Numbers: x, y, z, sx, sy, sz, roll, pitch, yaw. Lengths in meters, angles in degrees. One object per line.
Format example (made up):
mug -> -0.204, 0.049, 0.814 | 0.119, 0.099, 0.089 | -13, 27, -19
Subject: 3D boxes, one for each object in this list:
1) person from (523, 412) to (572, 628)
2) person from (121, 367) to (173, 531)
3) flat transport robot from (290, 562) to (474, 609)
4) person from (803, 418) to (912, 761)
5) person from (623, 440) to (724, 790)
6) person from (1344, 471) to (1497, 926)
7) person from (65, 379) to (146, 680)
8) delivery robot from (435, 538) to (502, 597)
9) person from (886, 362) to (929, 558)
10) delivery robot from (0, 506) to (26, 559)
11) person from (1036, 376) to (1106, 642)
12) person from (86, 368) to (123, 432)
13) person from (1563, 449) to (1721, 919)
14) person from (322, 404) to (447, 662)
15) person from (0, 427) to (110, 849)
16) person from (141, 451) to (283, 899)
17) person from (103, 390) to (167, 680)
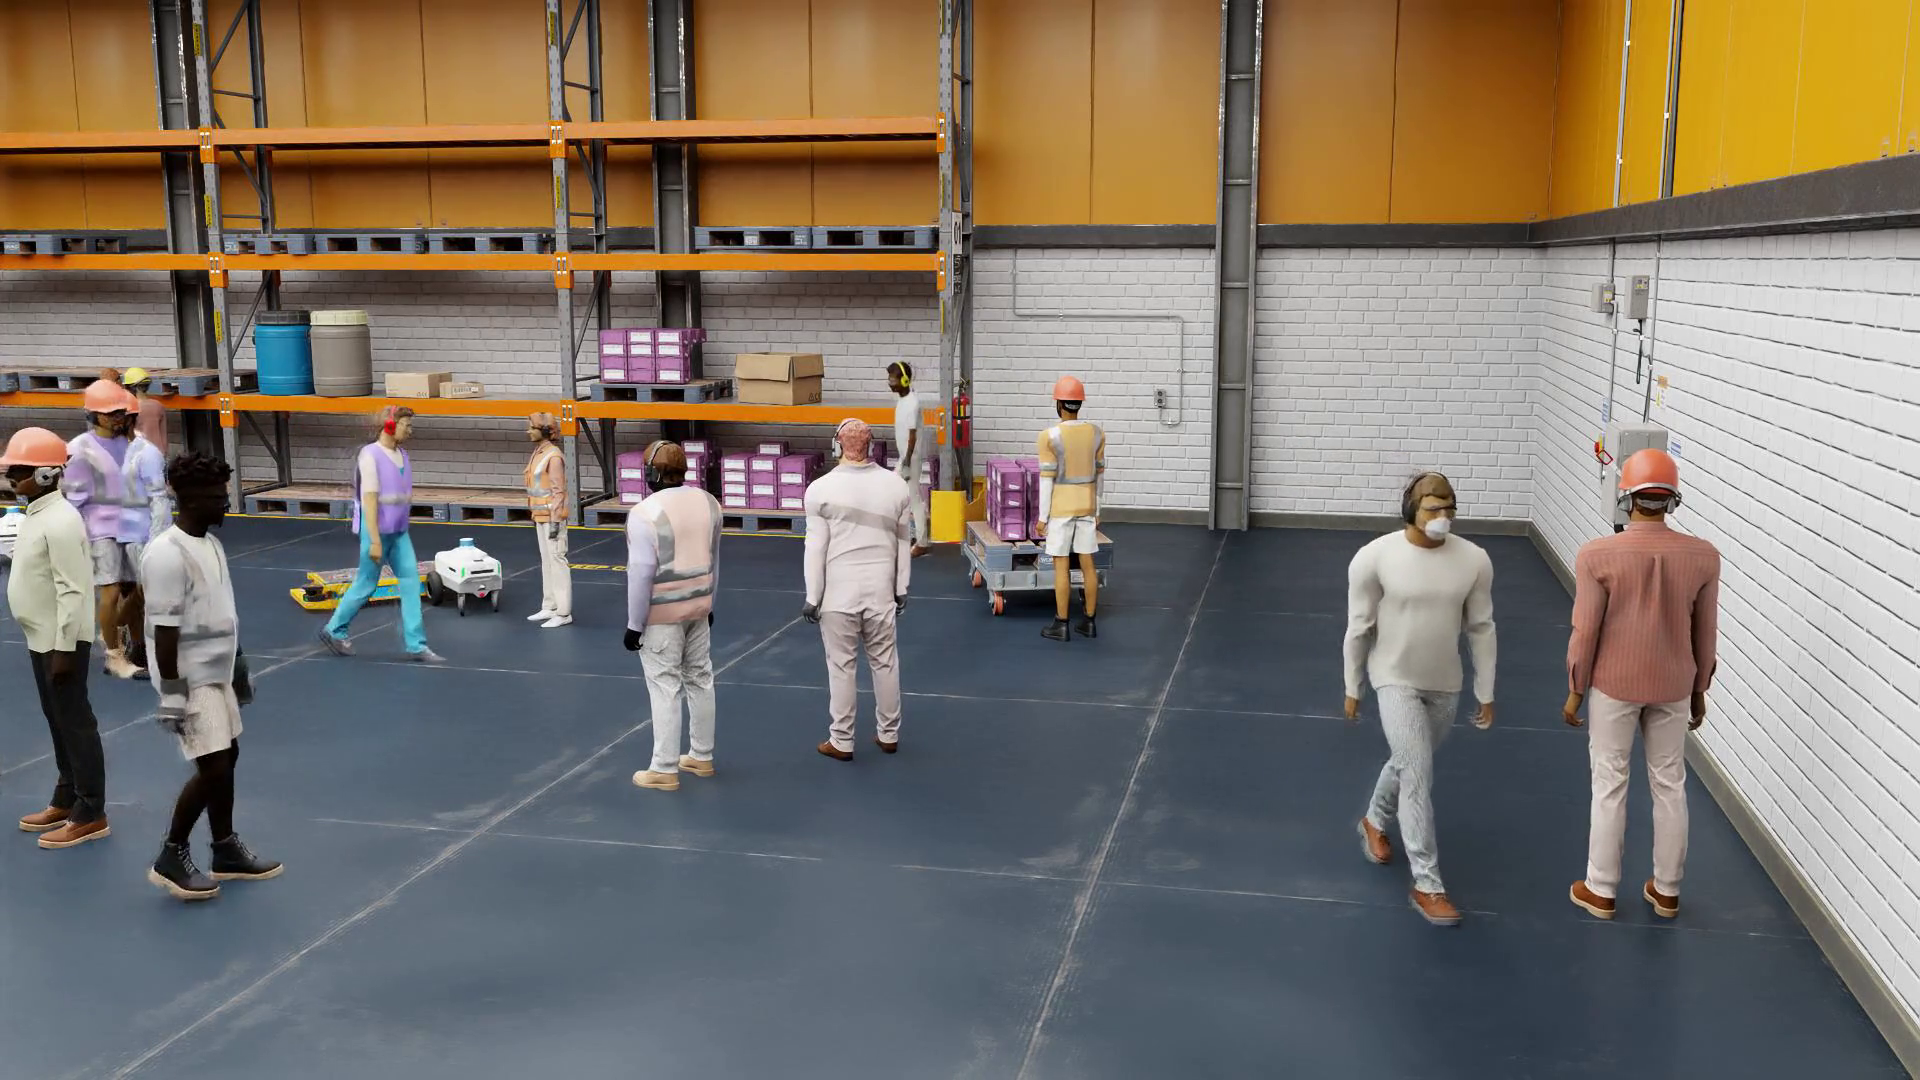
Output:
person -> -3.121, -0.157, 12.616 | 0.312, 1.642, 0.512 | -5, 11, -29
person -> -7.838, -0.777, 15.971 | 0.366, 1.755, 0.524 | 3, 10, 15
flat transport robot -> -4.687, 0.352, 13.650 | 1.431, 0.197, 0.652 | -6, 11, -31
person -> -0.587, 0.273, 9.288 | 0.646, 1.907, 0.401 | -5, 11, -27
person -> -1.531, 0.392, 8.773 | 0.429, 1.845, 0.621 | 7, 12, 36
person -> 1.994, 0.620, 7.312 | 0.639, 1.893, 1.022 | -2, 10, -10
person -> -5.573, -0.061, 10.959 | 0.593, 2.014, 0.668 | 4, 10, 23
delivery robot -> -3.924, 0.229, 13.267 | 0.477, 0.478, 0.707 | -6, 12, -34
person -> -0.502, -0.732, 15.425 | 0.535, 1.841, 0.570 | -3, 10, -19
delivery robot -> -8.512, -0.061, 14.983 | 0.477, 0.478, 0.707 | -4, 11, -25
person -> 0.793, -0.226, 12.148 | 0.545, 1.939, 0.373 | -5, 11, -26
person -> -8.986, -1.010, 17.686 | 0.507, 1.632, 0.274 | -3, 10, -15
person -> 2.858, 0.610, 7.028 | 0.614, 1.993, 0.395 | 0, 10, 2
person -> -4.038, -0.044, 11.501 | 0.915, 1.804, 0.593 | 2, 10, 13
person -> -4.324, 0.456, 7.933 | 0.375, 1.997, 0.612 | -8, 13, -40
person -> -3.294, 0.587, 7.266 | 0.434, 1.953, 0.670 | -1, 10, -5
person -> -5.506, -0.037, 11.029 | 0.551, 1.936, 0.356 | 5, 11, 28
